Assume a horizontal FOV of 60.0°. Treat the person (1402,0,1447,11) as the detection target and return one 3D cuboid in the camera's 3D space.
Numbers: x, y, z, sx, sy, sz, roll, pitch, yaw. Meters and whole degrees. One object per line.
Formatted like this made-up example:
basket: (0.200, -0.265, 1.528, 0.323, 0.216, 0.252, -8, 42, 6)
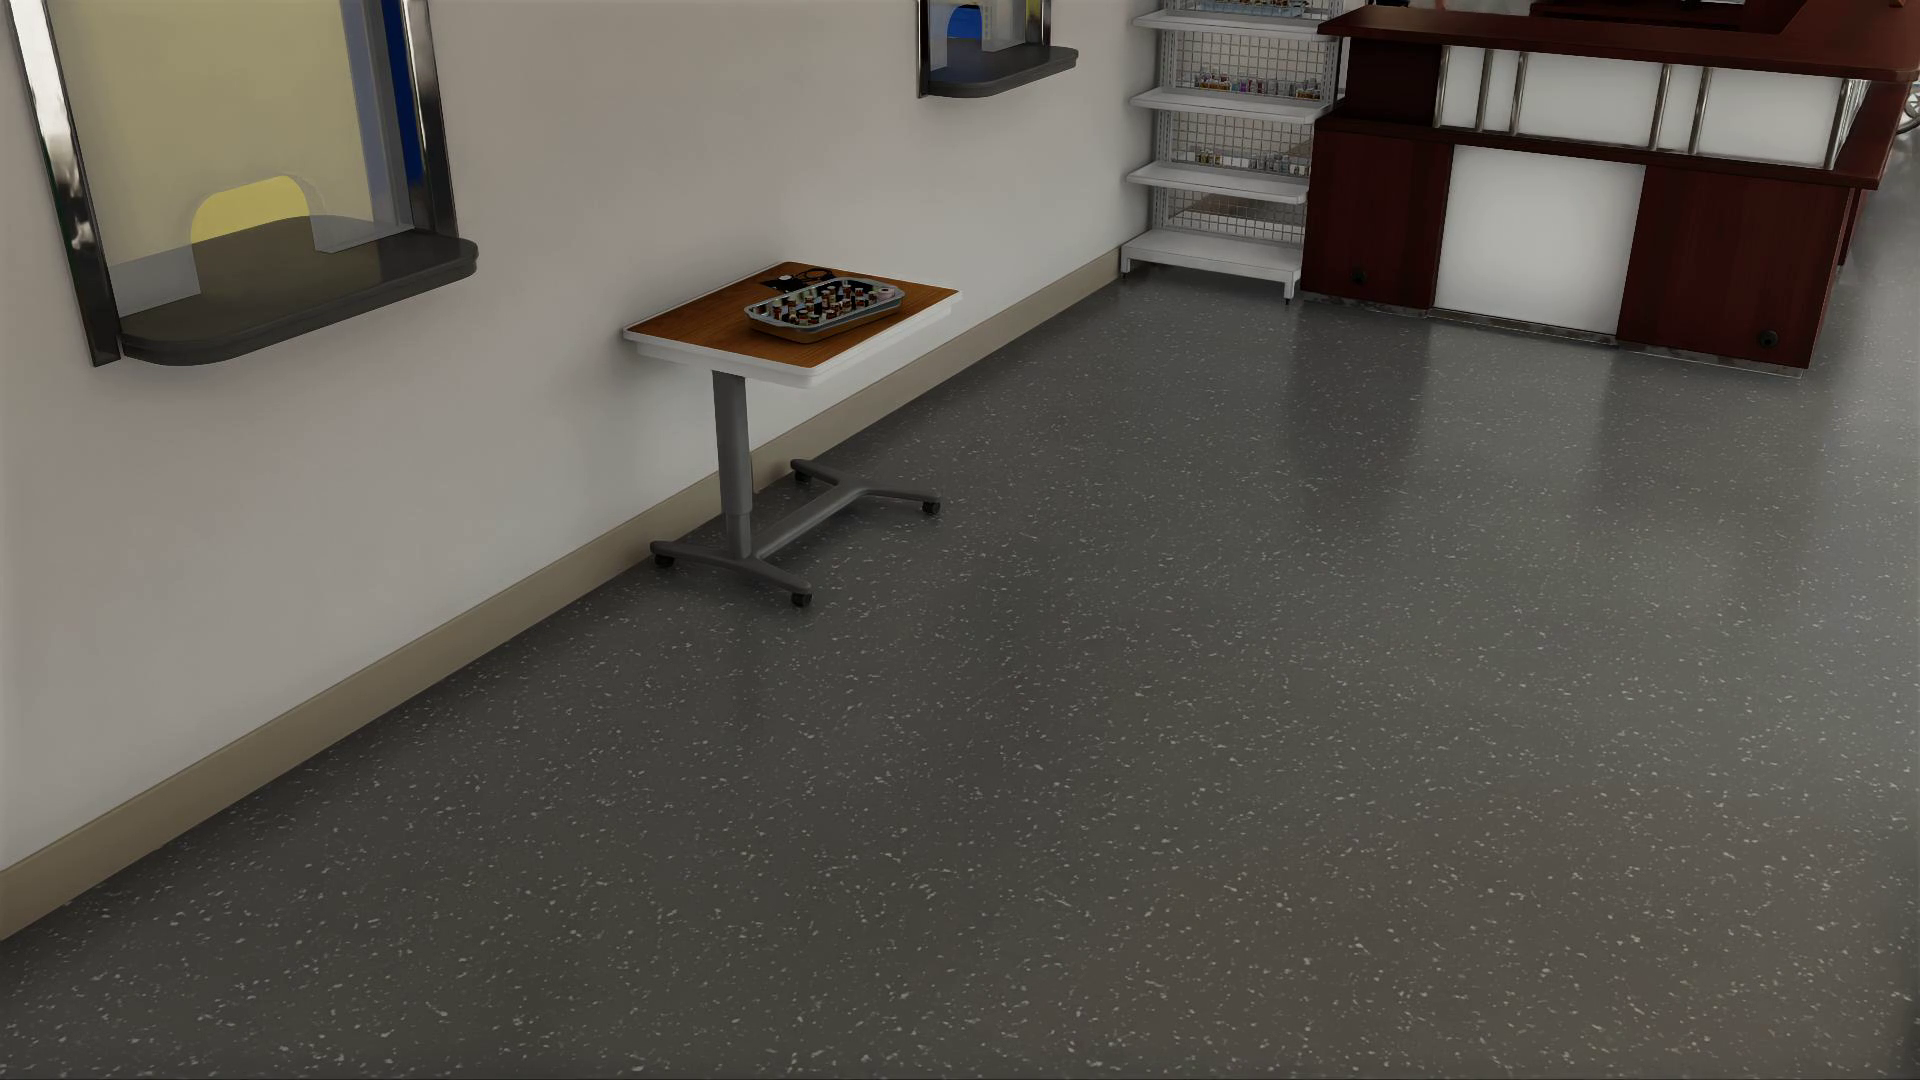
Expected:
person: (4.527, -5.728, 15.704, 0.977, 1.644, 1.138, -17, 31, -31)
